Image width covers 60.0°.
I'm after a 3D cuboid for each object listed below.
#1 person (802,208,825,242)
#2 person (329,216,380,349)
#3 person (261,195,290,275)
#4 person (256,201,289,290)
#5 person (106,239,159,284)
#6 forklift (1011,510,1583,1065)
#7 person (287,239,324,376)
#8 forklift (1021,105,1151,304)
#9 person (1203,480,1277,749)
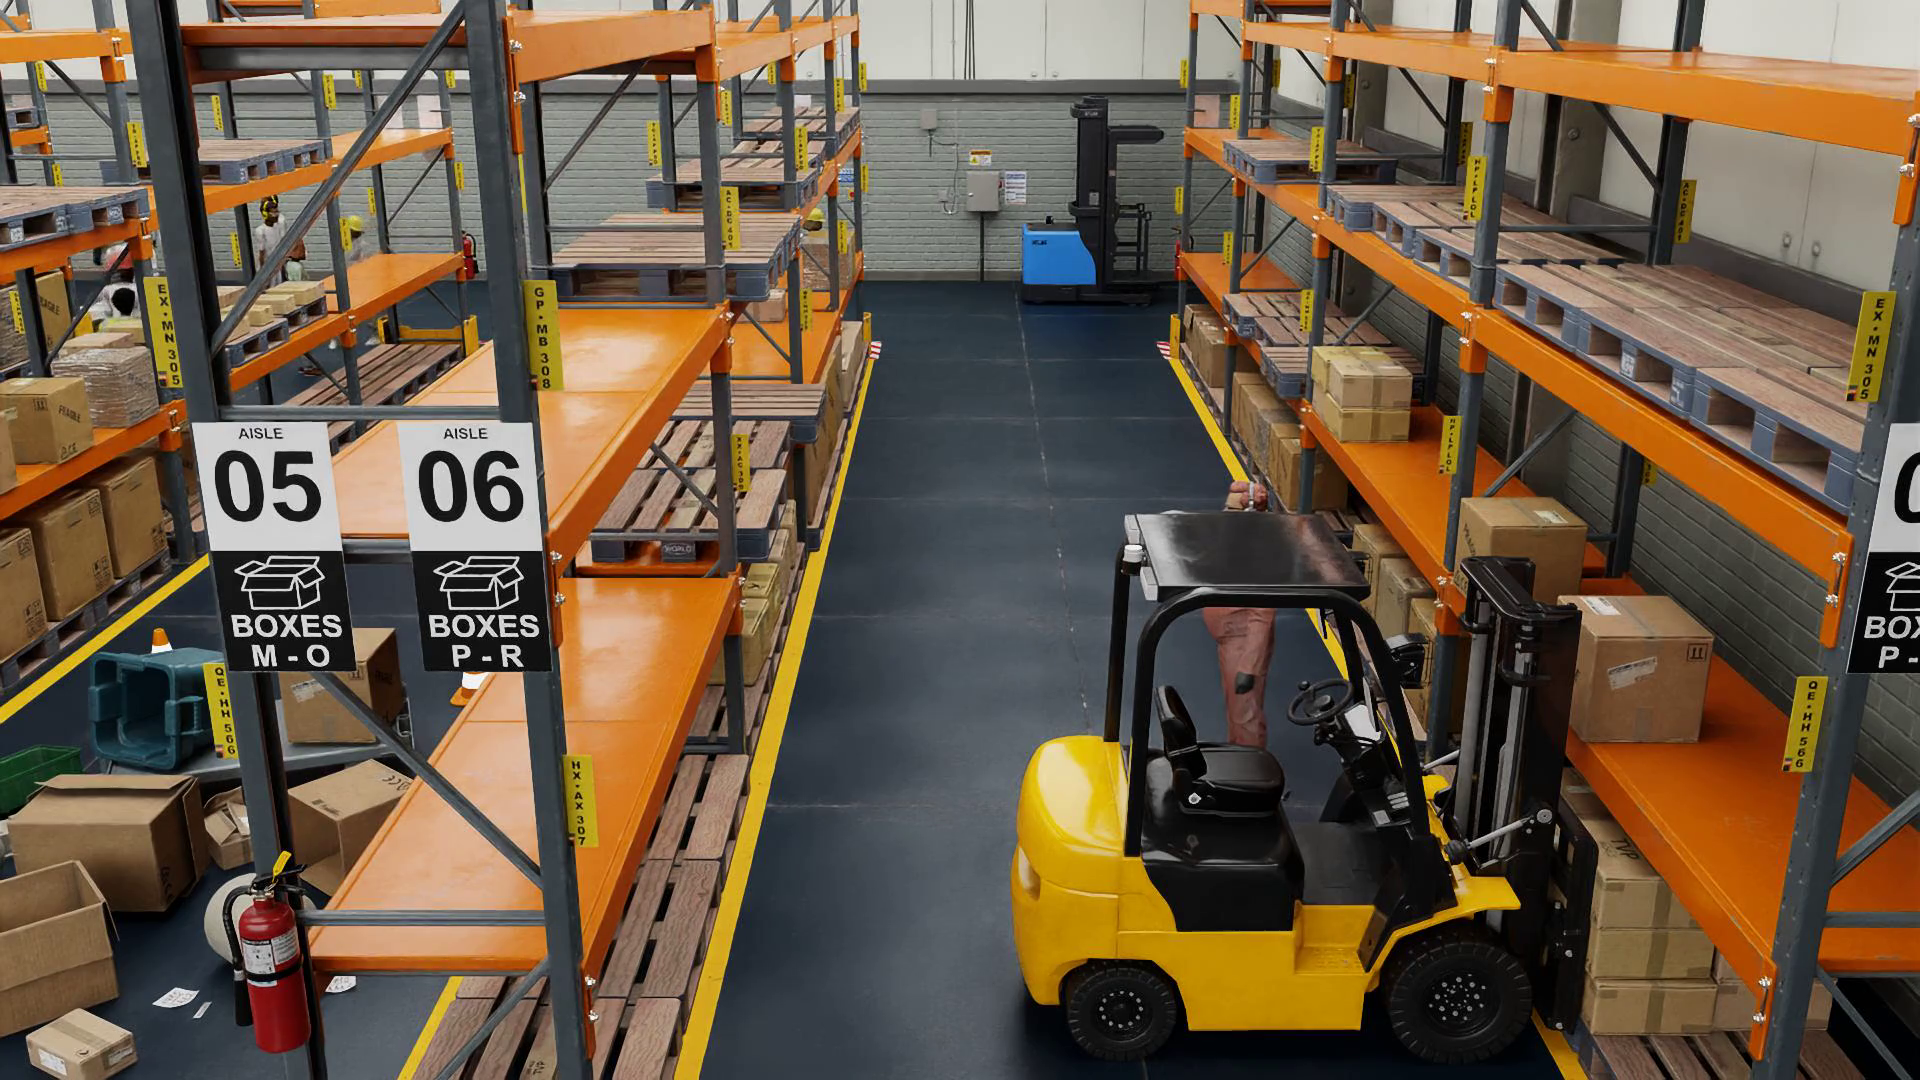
[{"bbox_3d":[-1.904,-3.474,21.799,0.320,1.731,0.489,0,18,-1],"label":"person"},{"bbox_3d":[-7.847,-3.314,21.397,0.558,1.688,0.584,5,19,16],"label":"person"},{"bbox_3d":[-9.239,-3.801,22.599,0.332,1.859,0.510,-15,23,-38],"label":"person"},{"bbox_3d":[-8.912,-3.464,21.587,0.362,1.856,0.537,2,18,6],"label":"person"},{"bbox_3d":[-9.704,-2.862,19.643,0.545,1.931,0.381,-3,18,-8],"label":"person"},{"bbox_3d":[1.387,1.055,7.378,2.313,2.155,1.214,0,18,0],"label":"forklift"},{"bbox_3d":[-7.840,-2.779,19.848,0.281,1.633,0.500,-12,22,-32],"label":"person"},{"bbox_3d":[1.857,-4.944,24.441,1.873,2.768,1.129,0,18,0],"label":"forklift"},{"bbox_3d":[1.546,0.592,9.227,0.407,1.910,0.638,0,18,0],"label":"person"}]
